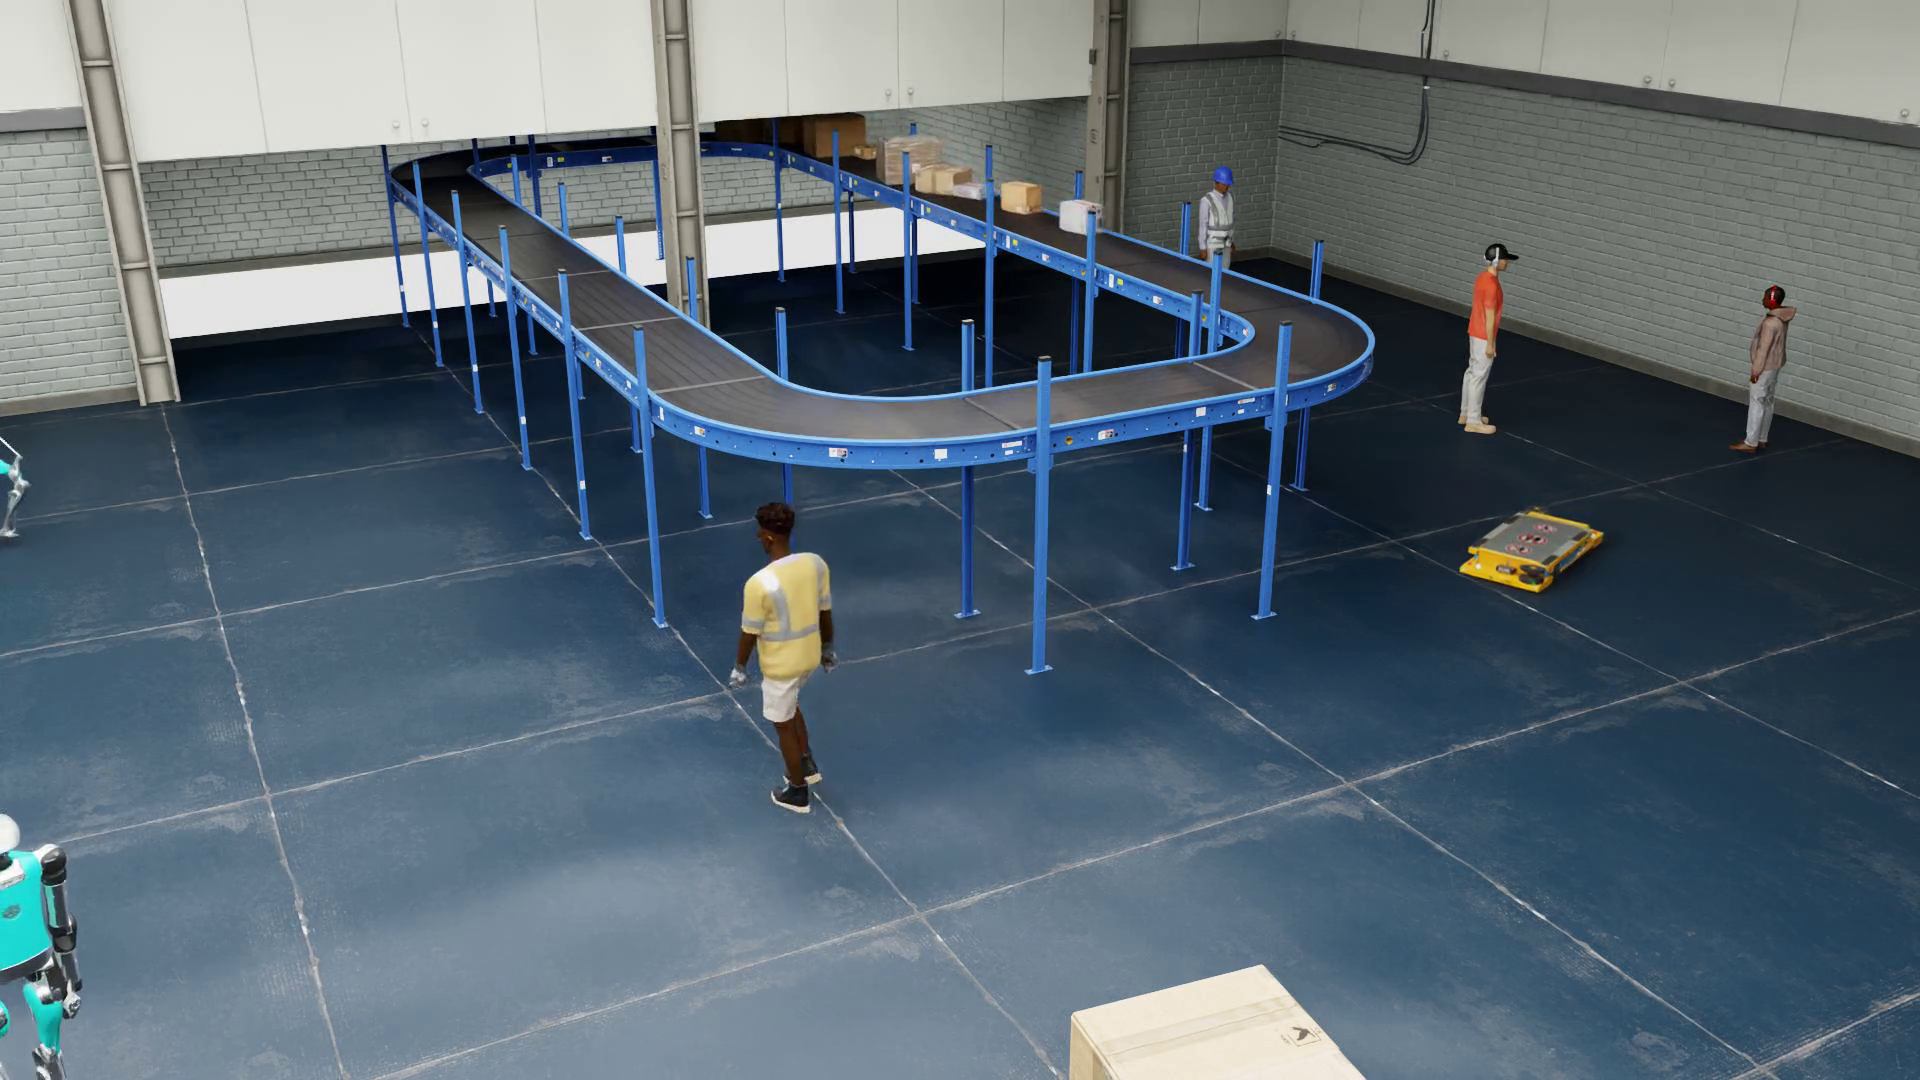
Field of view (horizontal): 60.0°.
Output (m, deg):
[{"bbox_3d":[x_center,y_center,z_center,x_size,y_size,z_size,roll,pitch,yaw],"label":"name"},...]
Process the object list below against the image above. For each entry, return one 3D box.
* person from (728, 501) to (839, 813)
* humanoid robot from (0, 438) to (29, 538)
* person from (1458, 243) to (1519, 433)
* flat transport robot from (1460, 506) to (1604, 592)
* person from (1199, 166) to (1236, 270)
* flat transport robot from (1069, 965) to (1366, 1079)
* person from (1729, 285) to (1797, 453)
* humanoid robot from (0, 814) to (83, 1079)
[{"bbox_3d":[-1.054,0.697,9.916,0.508,1.942,0.625,15,26,32],"label":"person"},{"bbox_3d":[-8.107,-0.730,13.751,0.822,1.797,0.539,8,23,18],"label":"humanoid robot"},{"bbox_3d":[5.305,-2.032,16.710,0.392,1.911,0.480,1,22,3],"label":"person"},{"bbox_3d":[4.731,0.067,13.710,0.659,0.231,1.431,17,28,36],"label":"flat transport robot"},{"bbox_3d":[3.229,-3.716,20.850,0.622,1.932,0.416,-18,28,-37],"label":"person"},{"bbox_3d":[1.106,2.792,6.974,1.431,0.231,0.659,-8,23,-20],"label":"flat transport robot"},{"bbox_3d":[7.814,-1.655,16.130,0.326,1.648,0.462,20,29,40],"label":"person"},{"bbox_3d":[-4.116,1.983,7.172,0.724,1.899,0.542,17,27,36],"label":"humanoid robot"}]
